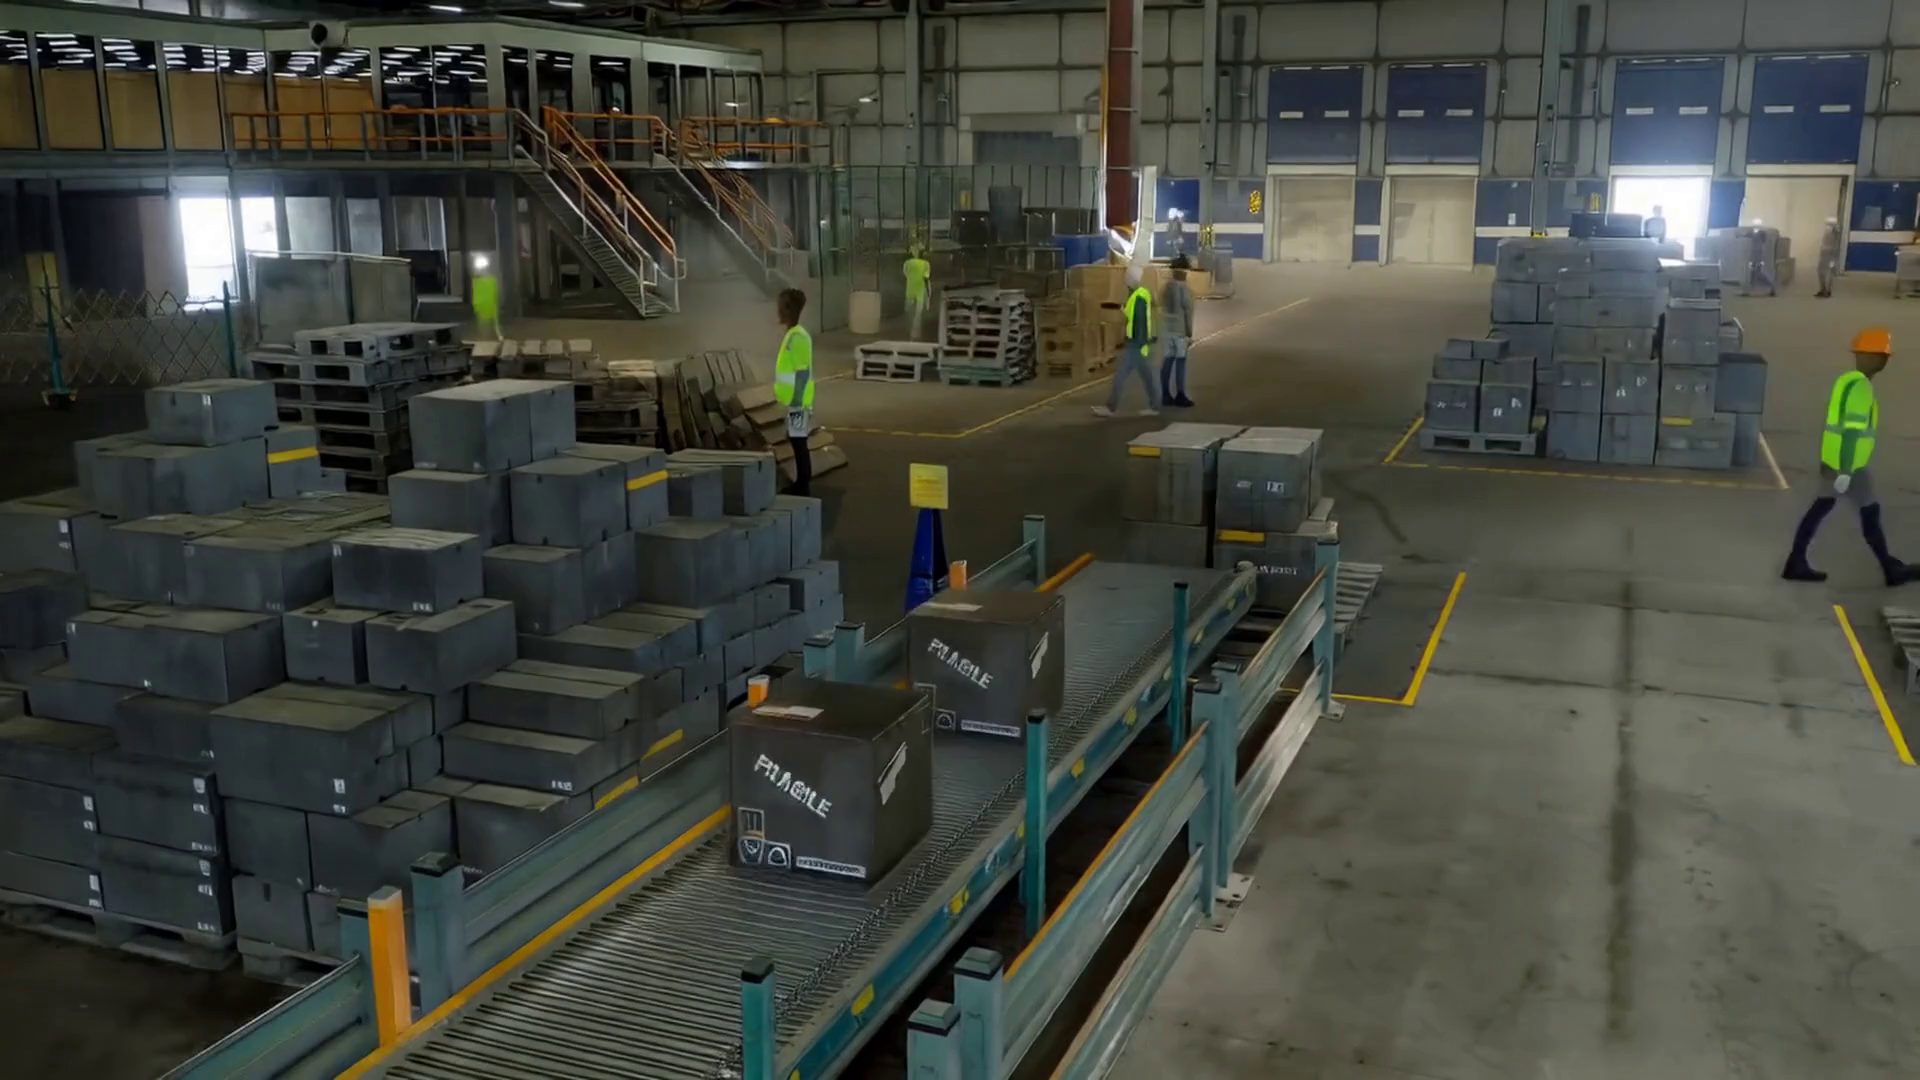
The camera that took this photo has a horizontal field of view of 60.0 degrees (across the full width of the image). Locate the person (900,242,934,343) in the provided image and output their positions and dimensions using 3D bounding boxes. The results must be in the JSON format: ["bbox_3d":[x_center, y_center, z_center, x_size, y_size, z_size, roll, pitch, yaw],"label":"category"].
[{"bbox_3d":[-0.680,-4.068,27.844,0.526,1.814,0.975,8,15,31],"label":"person"}]

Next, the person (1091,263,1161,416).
[{"bbox_3d":[2.068,-2.459,20.489,0.956,1.878,0.598,1,13,5],"label":"person"}]

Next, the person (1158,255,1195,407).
[{"bbox_3d":[2.782,-2.668,21.290,0.359,1.936,0.544,-10,16,-38],"label":"person"}]

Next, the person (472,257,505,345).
[{"bbox_3d":[-7.004,-3.352,24.808,0.830,1.738,0.516,7,15,30],"label":"person"}]

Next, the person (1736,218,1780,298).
[{"bbox_3d":[18.954,-6.667,39.375,0.633,1.883,0.895,-9,15,-34],"label":"person"}]

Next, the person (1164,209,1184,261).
[{"bbox_3d":[6.578,-9.339,51.535,0.984,1.786,0.640,12,17,42],"label":"person"}]

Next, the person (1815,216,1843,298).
[{"bbox_3d":[20.511,-6.671,39.285,0.445,1.917,0.568,-5,13,-21],"label":"person"}]

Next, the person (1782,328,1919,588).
[{"bbox_3d":[6.555,-0.588,12.065,0.972,1.884,0.571,3,13,15],"label":"person"}]

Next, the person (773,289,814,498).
[{"bbox_3d":[-1.494,-1.273,14.962,0.367,1.966,0.607,-2,13,-10],"label":"person"}]

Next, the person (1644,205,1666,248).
[{"bbox_3d":[19.849,-8.552,47.550,0.624,1.992,0.390,1,13,3],"label":"person"}]

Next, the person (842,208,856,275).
[{"bbox_3d":[-3.229,-8.657,48.132,0.409,1.943,0.615,4,13,18],"label":"person"}]
